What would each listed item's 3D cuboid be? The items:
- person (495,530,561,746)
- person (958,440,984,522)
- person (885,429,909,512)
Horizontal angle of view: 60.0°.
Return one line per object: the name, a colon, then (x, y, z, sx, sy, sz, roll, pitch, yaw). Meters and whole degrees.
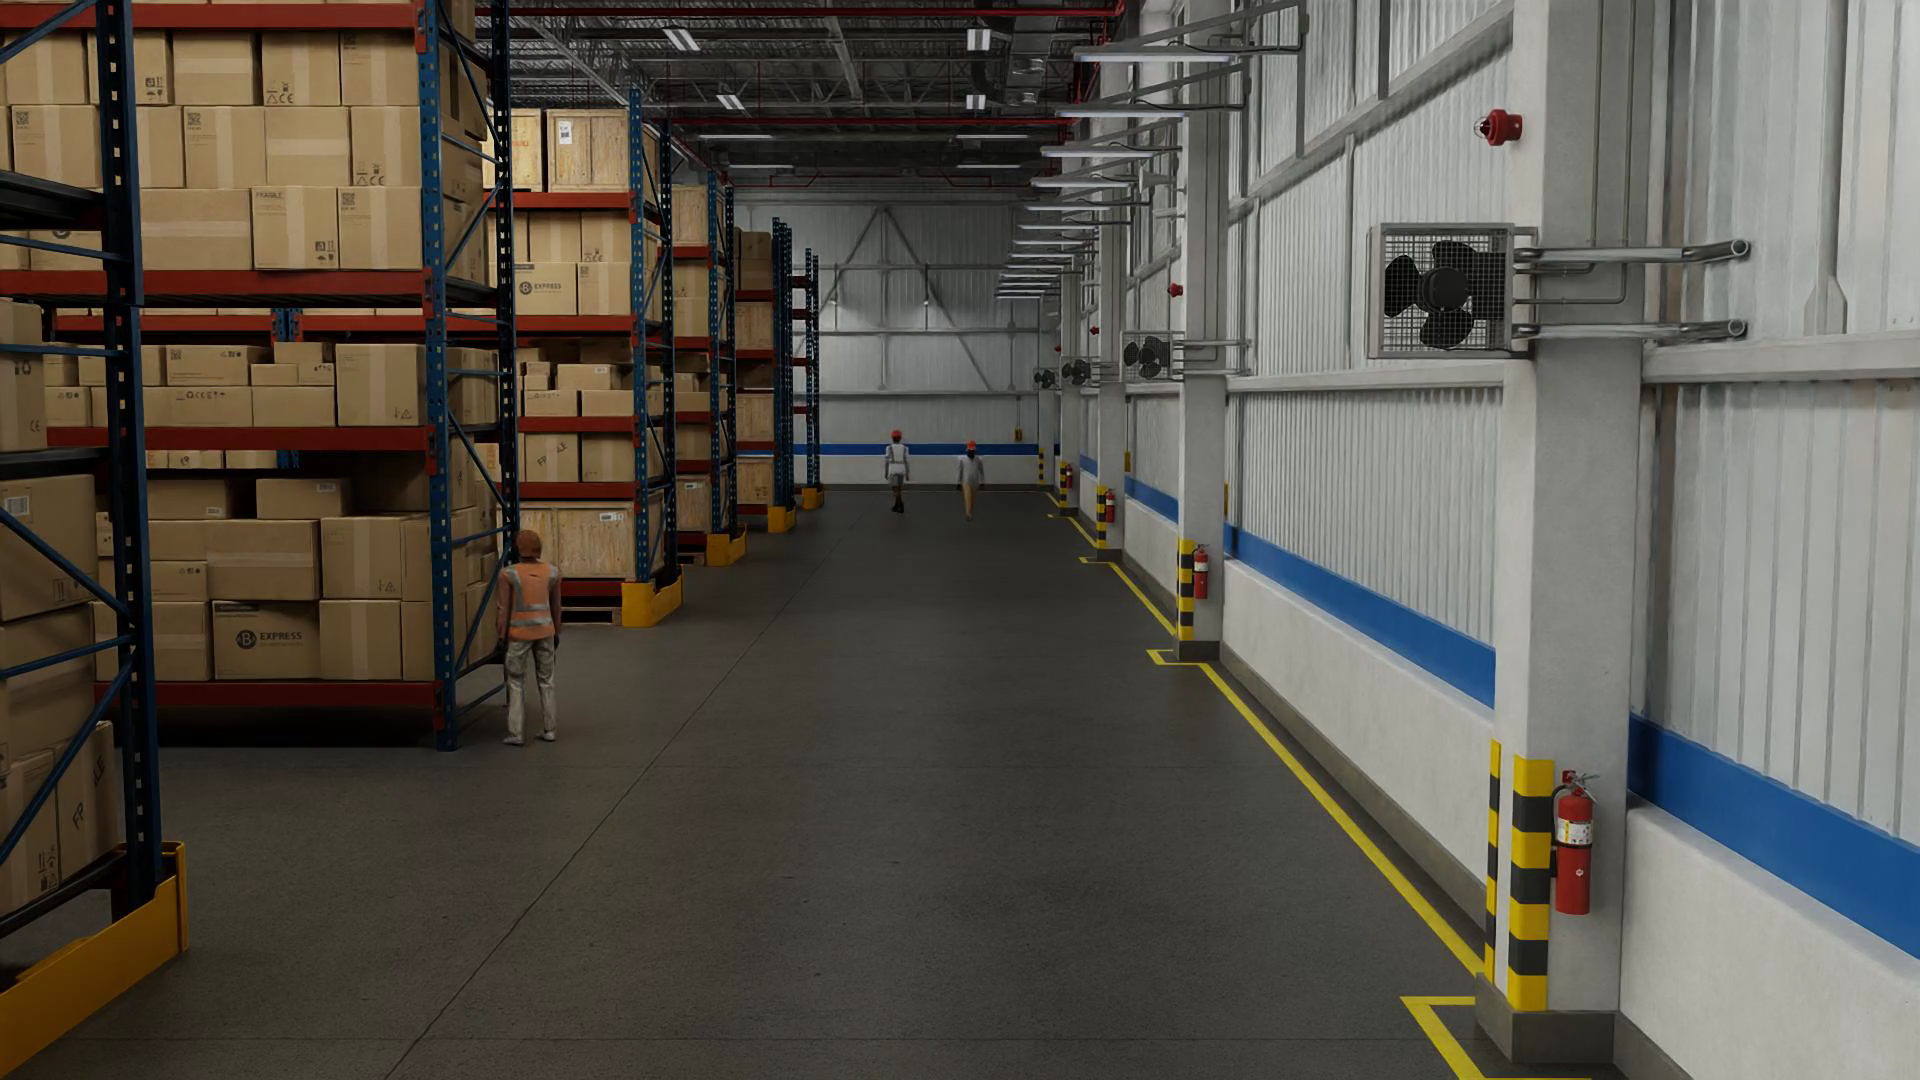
person: (-3.248, 0.736, 12.549, 0.518, 1.631, 0.314, -4, 6, -38)
person: (0.218, -1.241, 34.994, 0.568, 1.734, 0.603, -1, 5, -13)
person: (-1.409, -1.558, 37.698, 0.540, 1.914, 0.856, -2, 5, -23)
